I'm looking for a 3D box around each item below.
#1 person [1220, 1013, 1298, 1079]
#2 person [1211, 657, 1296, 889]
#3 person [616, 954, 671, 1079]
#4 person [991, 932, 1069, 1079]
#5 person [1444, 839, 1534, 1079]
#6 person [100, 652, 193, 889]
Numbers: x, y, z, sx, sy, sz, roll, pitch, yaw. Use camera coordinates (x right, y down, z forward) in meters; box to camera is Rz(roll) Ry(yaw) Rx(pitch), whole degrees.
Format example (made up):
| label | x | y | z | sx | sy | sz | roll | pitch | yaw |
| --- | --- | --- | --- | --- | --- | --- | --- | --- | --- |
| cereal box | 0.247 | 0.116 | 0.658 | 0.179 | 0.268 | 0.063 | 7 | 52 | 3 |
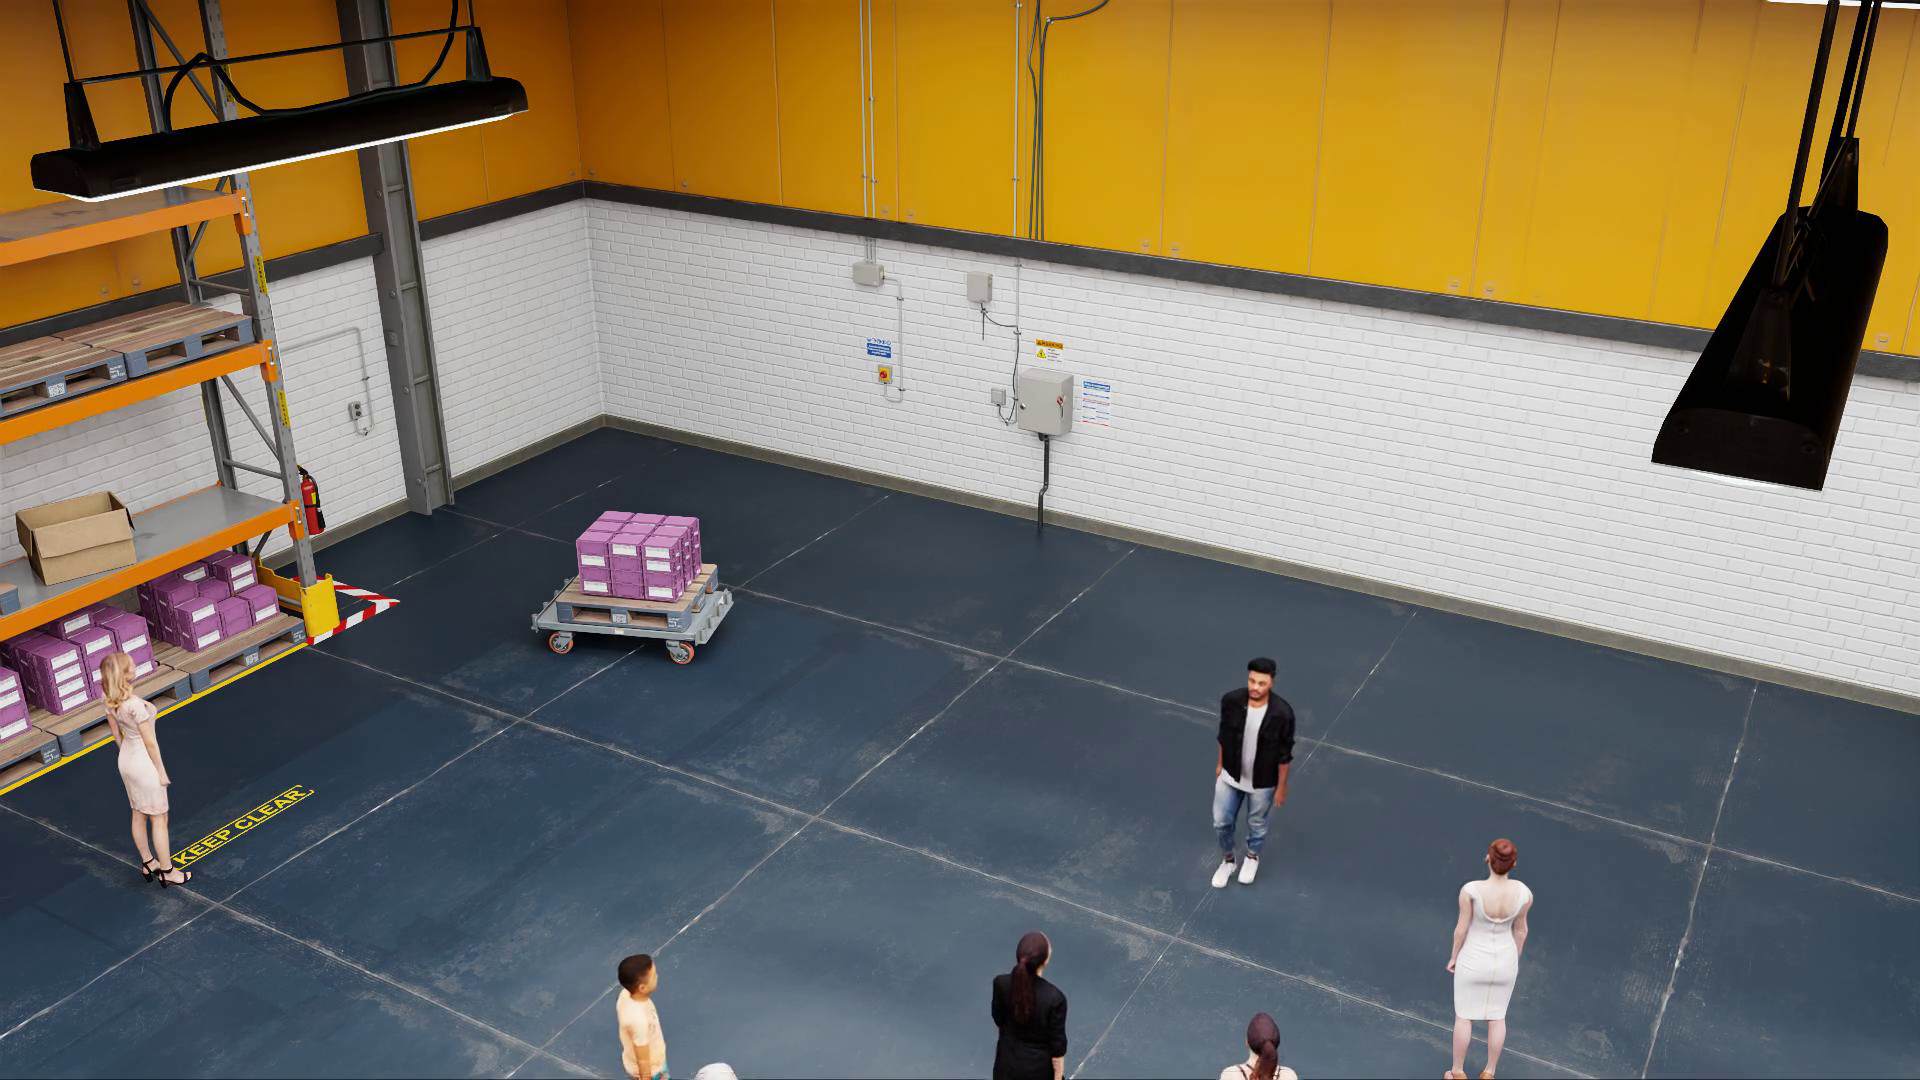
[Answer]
| label | x | y | z | sx | sy | sz | roll | pitch | yaw |
| --- | --- | --- | --- | --- | --- | --- | --- | --- | --- |
| person | 1.467 | 3.117 | 8.351 | 0.698 | 1.601 | 0.771 | 1 | 24 | 3 |
| person | 2.071 | 1.568 | 11.649 | 0.718 | 1.797 | 0.695 | 12 | 26 | 25 |
| person | -1.791 | 2.881 | 9.083 | 0.960 | 1.448 | 0.830 | -10 | 26 | -22 |
| person | 0.320 | 2.876 | 8.869 | 0.656 | 1.627 | 1.009 | 11 | 26 | 24 |
| person | 3.035 | 2.467 | 9.598 | 0.630 | 1.793 | 0.613 | 2 | 24 | 4 |
| person | -5.695 | 1.595 | 11.545 | 0.561 | 1.831 | 0.484 | 13 | 27 | 27 |
